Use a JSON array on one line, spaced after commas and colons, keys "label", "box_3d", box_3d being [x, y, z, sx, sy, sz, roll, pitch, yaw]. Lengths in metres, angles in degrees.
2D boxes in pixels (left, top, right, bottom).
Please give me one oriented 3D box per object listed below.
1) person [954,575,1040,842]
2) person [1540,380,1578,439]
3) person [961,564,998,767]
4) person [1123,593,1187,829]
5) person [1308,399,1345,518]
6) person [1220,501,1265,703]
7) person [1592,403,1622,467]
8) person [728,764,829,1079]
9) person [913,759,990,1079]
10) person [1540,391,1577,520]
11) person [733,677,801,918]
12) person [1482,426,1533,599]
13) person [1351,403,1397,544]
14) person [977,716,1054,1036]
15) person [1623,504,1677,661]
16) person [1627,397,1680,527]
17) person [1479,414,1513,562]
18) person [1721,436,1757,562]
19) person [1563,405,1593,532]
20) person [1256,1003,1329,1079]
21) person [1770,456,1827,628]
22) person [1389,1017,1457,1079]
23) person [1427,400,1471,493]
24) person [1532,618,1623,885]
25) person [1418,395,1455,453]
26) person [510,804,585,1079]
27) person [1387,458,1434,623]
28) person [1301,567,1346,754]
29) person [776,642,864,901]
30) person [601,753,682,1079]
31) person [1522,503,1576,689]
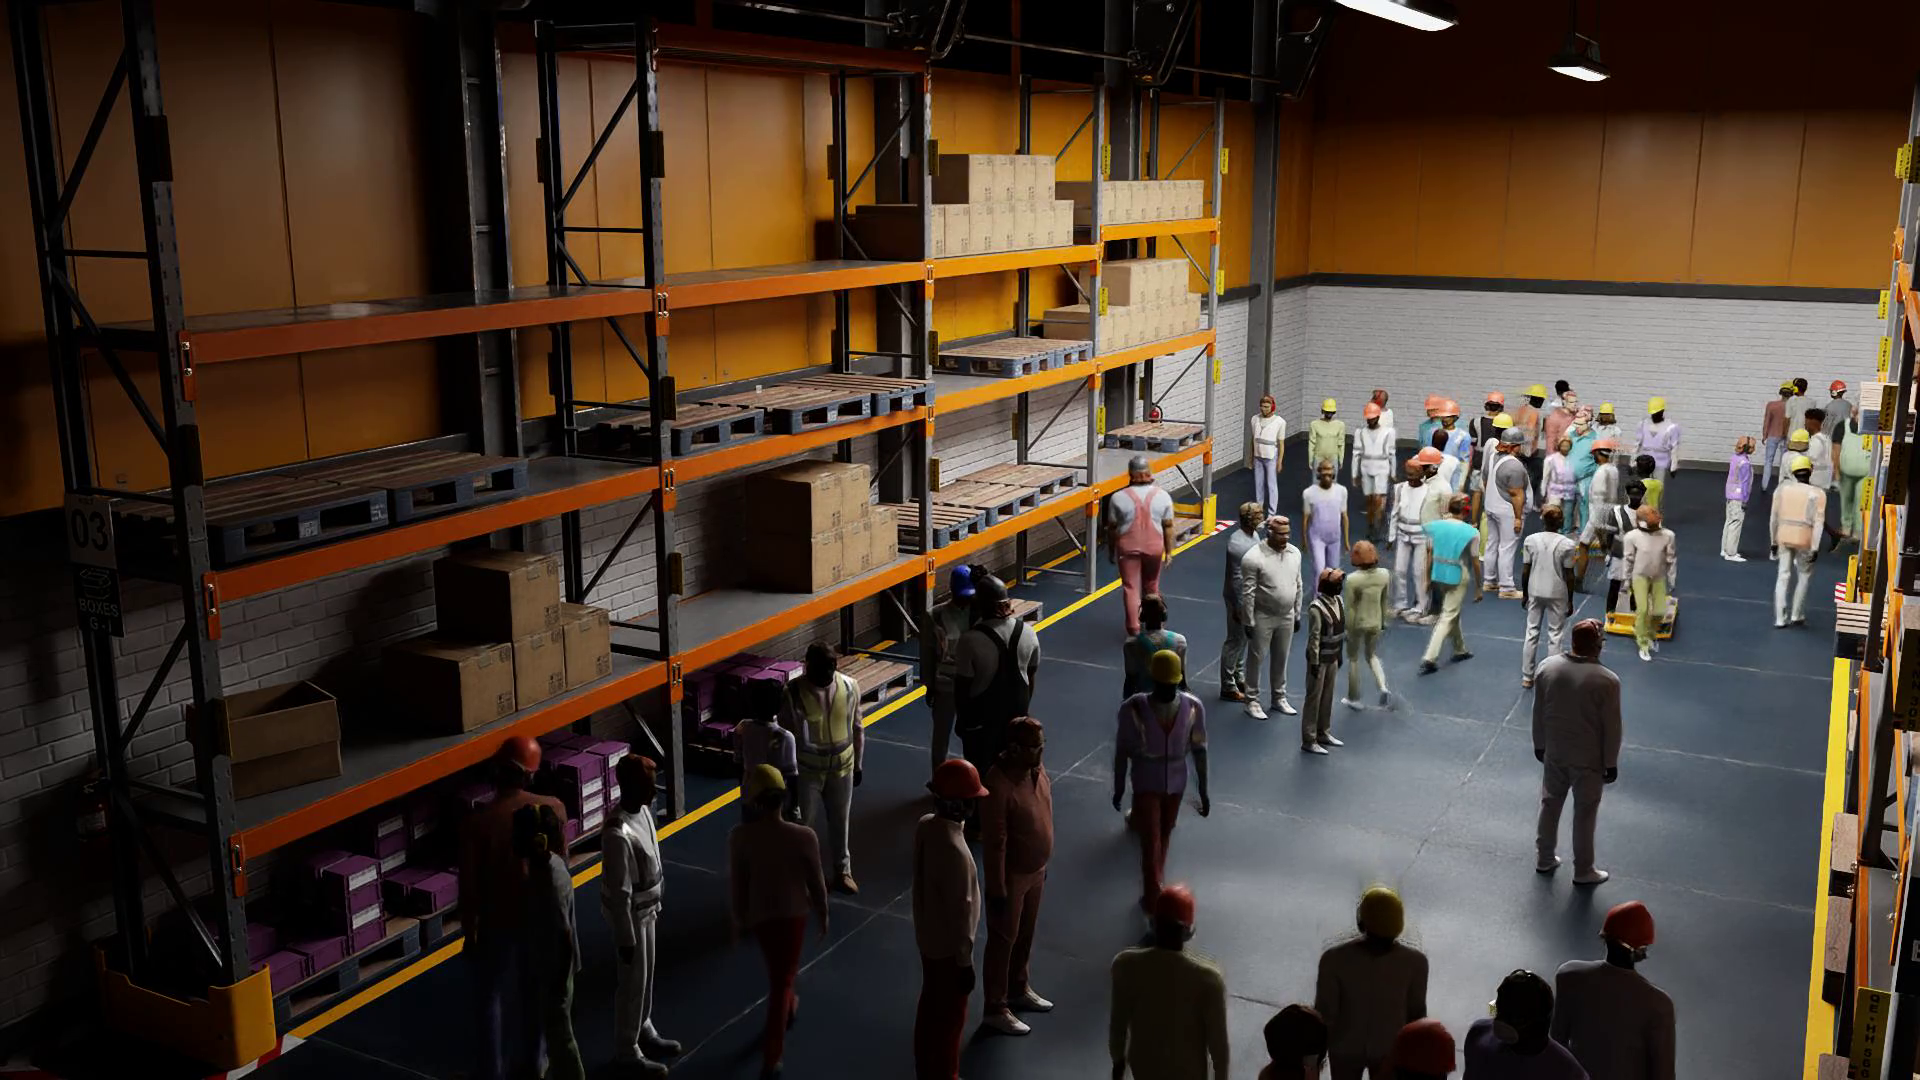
[{"label": "person", "box_3d": [0.232, 1.246, 12.531, 0.681, 2.000, 0.535, -7, 14, -28]}, {"label": "person", "box_3d": [9.628, -1.749, 26.798, 0.558, 1.648, 0.868, -1, 13, -5]}, {"label": "person", "box_3d": [0.140, 1.138, 13.216, 0.370, 1.958, 0.598, -12, 17, -42]}, {"label": "person", "box_3d": [1.473, 1.308, 12.713, 0.505, 1.839, 0.344, -2, 13, -9]}, {"label": "person", "box_3d": [5.285, -1.172, 24.002, 0.525, 1.761, 0.348, 1, 13, 4]}, {"label": "person", "box_3d": [2.683, 0.576, 15.798, 0.366, 1.932, 0.623, 5, 14, 22]}, {"label": "person", "box_3d": [9.112, -1.082, 23.622, 0.287, 1.746, 0.487, -11, 17, -41]}, {"label": "person", "box_3d": [-1.033, 2.109, 9.419, 0.547, 1.707, 0.966, 2, 13, 9]}, {"label": "person", "box_3d": [-0.047, 2.108, 8.779, 0.400, 1.989, 0.623, -5, 13, -19]}, {"label": "person", "box_3d": [8.618, -1.184, 23.746, 0.646, 1.898, 0.398, -7, 14, -28]}, {"label": "person", "box_3d": [-1.269, 1.740, 11.093, 0.542, 1.695, 0.316, 9, 16, 36]}, {"label": "person", "box_3d": [6.485, -0.340, 19.631, 0.538, 2.000, 0.688, -3, 13, -13]}, {"label": "person", "box_3d": [5.558, -0.897, 22.439, 0.578, 1.900, 0.797, 7, 14, 27]}, {"label": "person", "box_3d": [0.353, 1.944, 9.743, 0.401, 1.899, 0.636, 8, 15, 32]}, {"label": "person", "box_3d": [7.106, 0.435, 17.141, 0.526, 1.598, 0.381, 3, 13, 13]}, {"label": "person", "box_3d": [9.661, -1.057, 23.174, 0.591, 1.892, 0.483, 12, 18, 44]}, {"label": "person", "box_3d": [6.879, -0.666, 21.372, 0.398, 1.920, 0.586, 3, 13, 13]}, {"label": "person", "box_3d": [10.031, -0.534, 21.429, 0.319, 1.631, 0.524, 2, 13, 7]}, {"label": "person", "box_3d": [8.333, -0.882, 22.396, 0.402, 1.896, 0.652, 12, 17, 42]}, {"label": "person", "box_3d": [1.366, 2.691, 6.976, 0.285, 1.634, 0.499, 9, 16, 36]}, {"label": "person", "box_3d": [9.207, 0.027, 18.364, 0.607, 1.865, 0.707, 12, 17, 43]}, {"label": "person", "box_3d": [1.710, 2.715, 6.315, 0.902, 1.877, 0.548, -8, 15, -30]}, {"label": "person", "box_3d": [6.326, -0.805, 21.708, 0.608, 2.044, 0.370, 12, 17, 42]}, {"label": "person", "box_3d": [4.377, 1.482, 11.781, 0.401, 1.904, 0.651, -10, 16, -39]}, {"label": "person", "box_3d": [6.637, -1.062, 23.110, 0.601, 1.949, 1.039, 12, 17, 43]}, {"label": "person", "box_3d": [-2.108, 2.231, 8.504, 0.335, 1.873, 0.519, -6, 14, -24]}, {"label": "person", "box_3d": [5.044, 0.002, 18.532, 0.393, 1.873, 0.615, -11, 16, -40]}, {"label": "person", "box_3d": [3.157, 1.034, 14.406, 0.314, 1.632, 0.516, 10, 16, 39]}, {"label": "person", "box_3d": [-0.955, 1.584, 11.498, 0.630, 1.836, 0.430, -5, 14, -23]}, {"label": "person", "box_3d": [-1.789, 2.074, 9.204, 0.373, 1.879, 0.582, 0, 13, 2]}, {"label": "person", "box_3d": [5.673, 0.556, 16.060, 0.504, 1.847, 0.345, 9, 16, 35]}]
